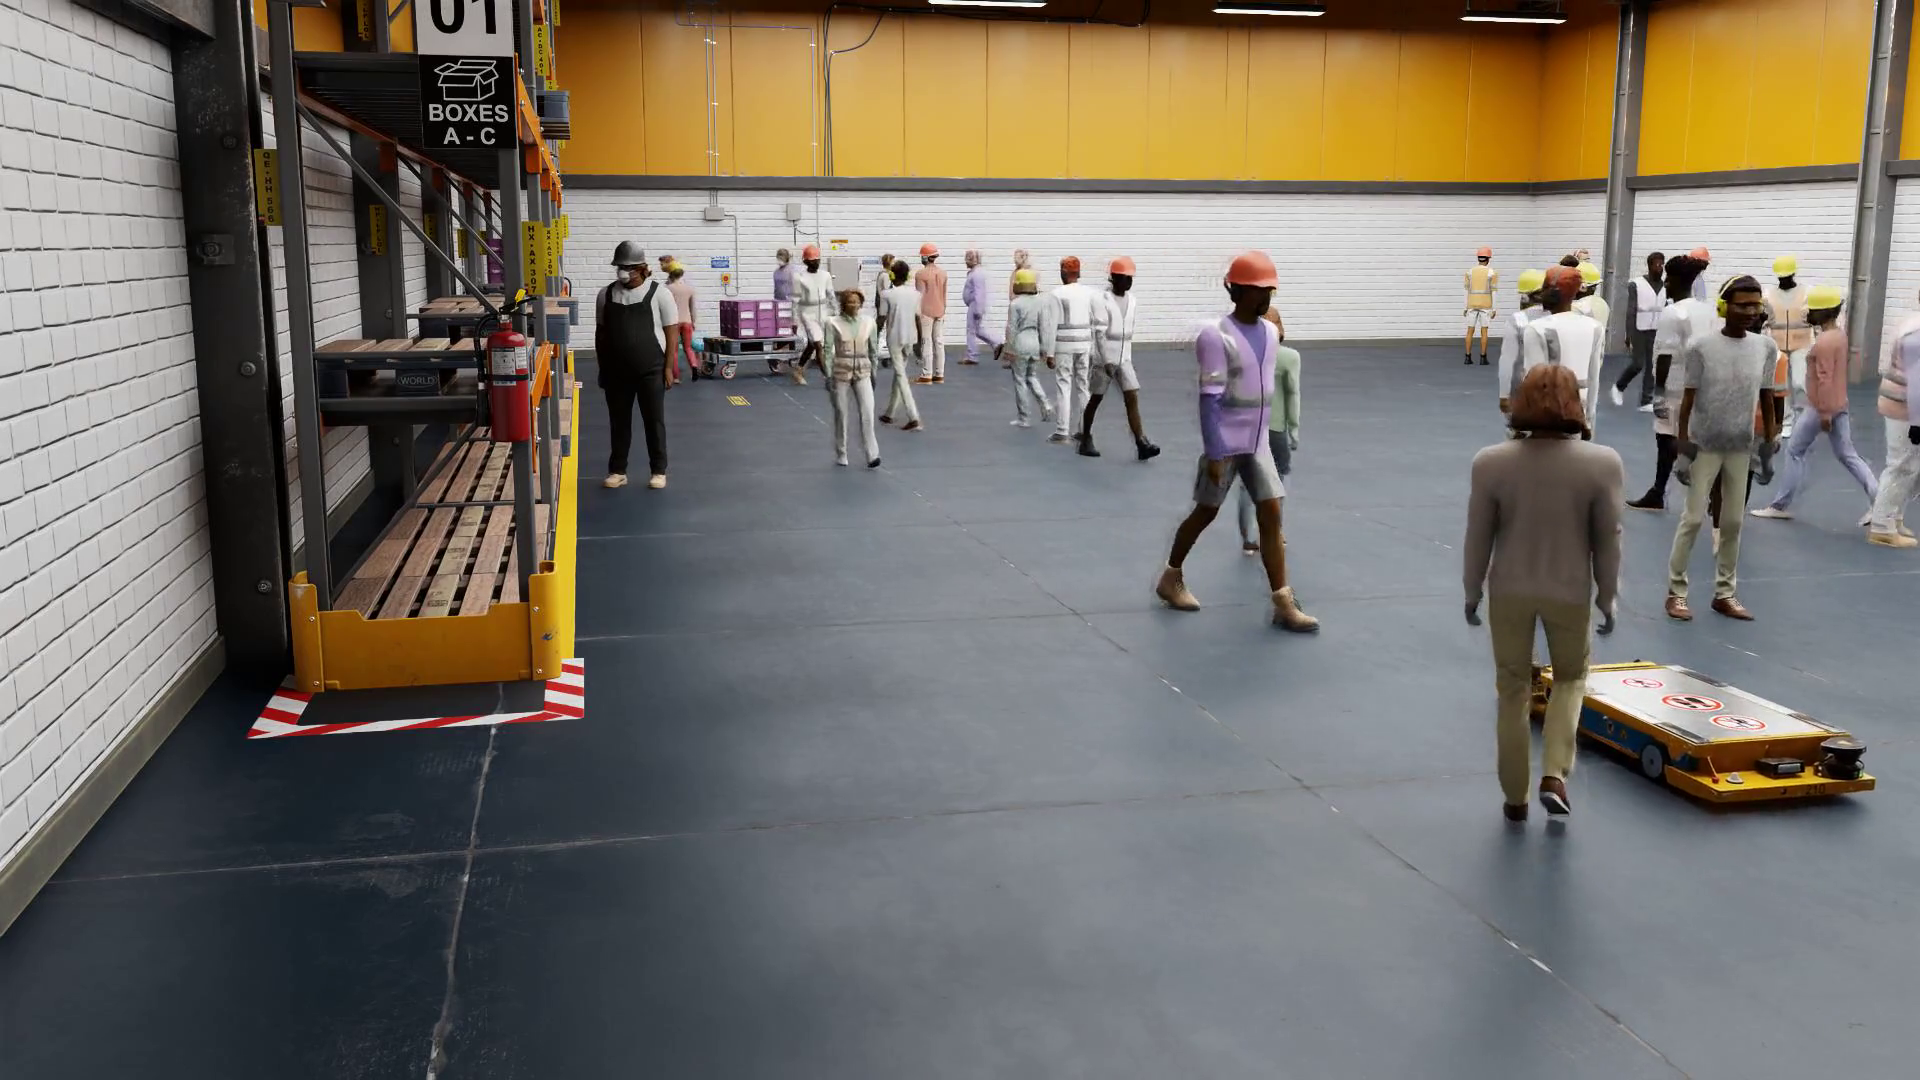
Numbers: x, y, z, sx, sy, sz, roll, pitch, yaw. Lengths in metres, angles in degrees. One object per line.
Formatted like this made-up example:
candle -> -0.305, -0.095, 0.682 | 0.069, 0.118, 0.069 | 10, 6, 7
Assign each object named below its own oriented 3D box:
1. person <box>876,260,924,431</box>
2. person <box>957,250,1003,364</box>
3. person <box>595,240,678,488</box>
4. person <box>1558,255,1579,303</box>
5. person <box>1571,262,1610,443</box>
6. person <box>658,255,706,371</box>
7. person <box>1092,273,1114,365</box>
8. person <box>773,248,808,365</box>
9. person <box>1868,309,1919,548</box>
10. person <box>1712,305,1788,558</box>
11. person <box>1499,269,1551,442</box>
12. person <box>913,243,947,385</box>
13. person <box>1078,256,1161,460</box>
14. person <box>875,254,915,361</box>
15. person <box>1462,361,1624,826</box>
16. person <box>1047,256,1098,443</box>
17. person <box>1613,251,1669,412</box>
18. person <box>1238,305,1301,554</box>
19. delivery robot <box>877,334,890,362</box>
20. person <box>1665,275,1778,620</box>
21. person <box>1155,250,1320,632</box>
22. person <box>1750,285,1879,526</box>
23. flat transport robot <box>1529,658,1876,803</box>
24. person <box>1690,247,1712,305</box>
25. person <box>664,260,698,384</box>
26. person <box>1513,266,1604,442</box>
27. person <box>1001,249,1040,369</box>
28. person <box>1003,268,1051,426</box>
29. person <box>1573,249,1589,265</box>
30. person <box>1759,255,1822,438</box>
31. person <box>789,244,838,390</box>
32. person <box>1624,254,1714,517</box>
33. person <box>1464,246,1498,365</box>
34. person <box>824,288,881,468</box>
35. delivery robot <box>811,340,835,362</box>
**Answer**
person -> -0.668, -2.100, 17.968 | 0.533, 1.825, 0.975 | -7, 12, -35
person -> 0.326, -3.807, 27.237 | 0.668, 1.881, 0.669 | 0, 10, 2
person -> -2.674, -1.429, 13.626 | 0.684, 2.000, 0.535 | 1, 10, 8
person -> 6.996, -2.358, 19.256 | 0.532, 1.867, 0.315 | 2, 10, 12
person -> 5.562, -1.566, 14.950 | 0.404, 1.837, 0.590 | 10, 14, 43
person -> -4.311, -3.520, 25.847 | 0.689, 1.808, 0.622 | -4, 11, -22
person -> 2.347, -3.421, 25.873 | 0.762, 1.608, 0.509 | -4, 11, -20
person -> -2.744, -3.799, 27.115 | 0.661, 1.913, 0.656 | -9, 14, -41
person -> 6.292, -0.827, 10.948 | 0.453, 1.812, 0.652 | 8, 13, 36
person -> 5.108, -0.742, 10.907 | 0.532, 1.652, 0.876 | 3, 11, 18
person -> 4.471, -1.196, 12.946 | 0.603, 1.814, 0.686 | -2, 11, -13
person -> -0.428, -3.195, 23.527 | 0.375, 1.997, 0.612 | 9, 13, 40
person -> 1.455, -1.677, 15.413 | 0.548, 1.876, 1.041 | -6, 12, -30
person -> -1.169, -3.892, 27.931 | 0.964, 1.795, 0.540 | 0, 10, -3
person -> 2.008, 0.192, 5.774 | 0.520, 1.620, 0.342 | 4, 11, 19
person -> 1.112, -1.905, 16.725 | 0.576, 1.880, 0.369 | -6, 12, -28
person -> 8.161, -2.483, 19.843 | 0.622, 1.904, 0.583 | -3, 11, -19
person -> 1.990, -0.729, 10.899 | 0.521, 1.610, 0.572 | 5, 11, 27
delivery robot -> -1.306, -3.031, 26.358 | 0.707, 0.478, 0.477 | -4, 11, -23
person -> 4.087, -0.478, 8.890 | 0.532, 1.856, 0.360 | 0, 10, 0
person -> 1.454, -0.544, 8.875 | 0.628, 1.995, 1.062 | -8, 13, -38
person -> 6.262, -0.963, 11.918 | 0.899, 1.722, 0.527 | 10, 14, 43
flat transport robot -> 2.848, 0.718, 6.631 | 0.652, 0.197, 1.431 | -2, 11, -12
person -> 10.299, -3.127, 23.318 | 0.358, 1.937, 0.548 | 6, 12, 29
person -> -3.943, -3.055, 23.413 | 0.538, 1.753, 0.559 | -6, 12, -30
person -> 3.586, -0.703, 10.035 | 0.585, 1.881, 0.343 | -5, 11, -24
person -> 0.954, -3.619, 26.147 | 0.444, 1.900, 0.669 | -7, 13, -35
person -> 0.730, -2.094, 18.177 | 0.489, 1.727, 0.412 | -9, 13, -40
person -> 9.181, -3.366, 24.754 | 0.640, 1.902, 0.402 | -8, 13, -39
person -> 8.515, -1.978, 17.102 | 0.645, 1.880, 0.499 | 8, 13, 37
person -> -2.049, -3.076, 22.928 | 0.697, 1.989, 1.030 | -8, 13, -38
person -> 5.342, -1.120, 12.205 | 0.612, 1.939, 0.815 | -8, 13, -38
person -> 8.518, -3.827, 27.223 | 0.542, 1.933, 0.382 | 6, 12, 29
person -> -0.947, -1.427, 14.824 | 0.530, 1.604, 0.803 | -3, 11, -17
delivery robot -> -2.045, -3.023, 26.316 | 0.707, 0.478, 0.477 | 1, 10, 3
